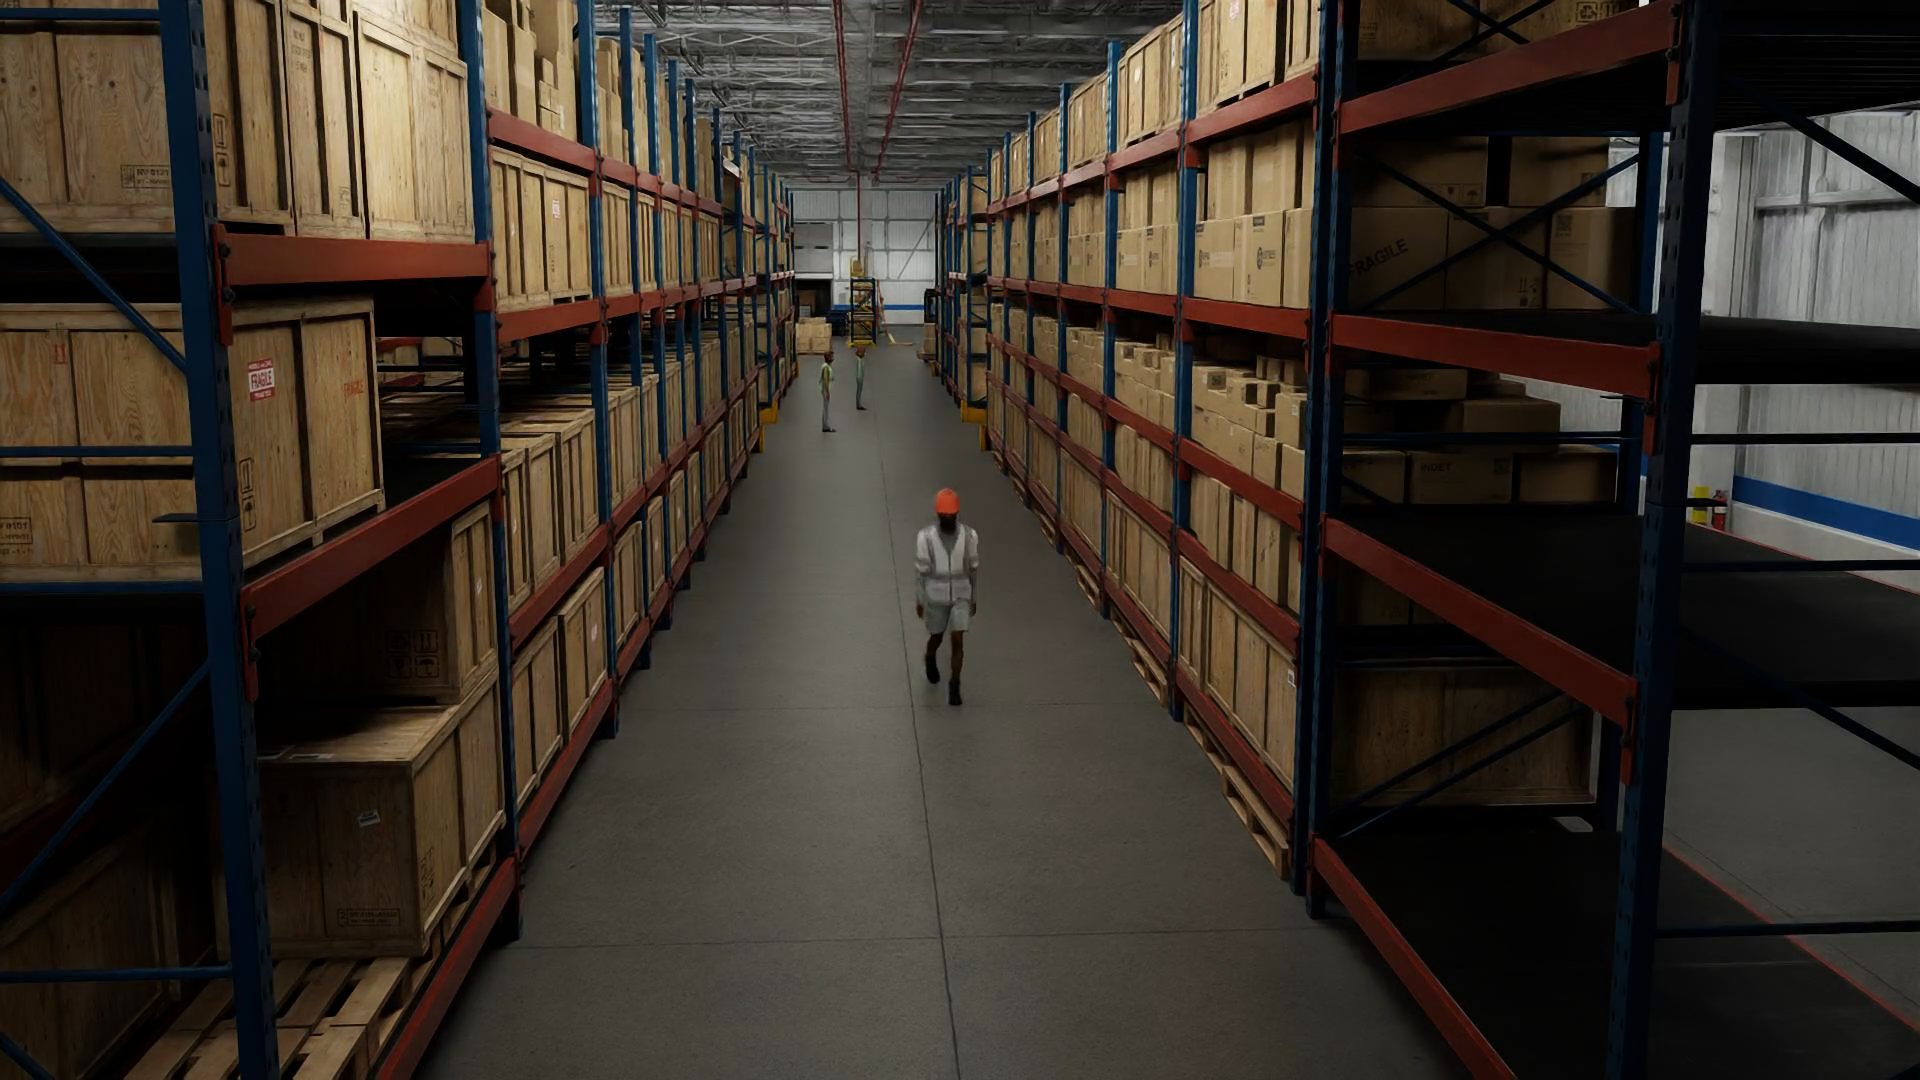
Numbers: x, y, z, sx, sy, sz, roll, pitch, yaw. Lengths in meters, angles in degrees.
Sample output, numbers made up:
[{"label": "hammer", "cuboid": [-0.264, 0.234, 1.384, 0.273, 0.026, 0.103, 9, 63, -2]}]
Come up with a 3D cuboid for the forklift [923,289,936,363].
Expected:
[{"label": "forklift", "cuboid": [-0.837, -8.196, 63.423, 1.129, 2.768, 1.873, -1, 10, -3]}]

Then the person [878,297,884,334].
[{"label": "person", "cuboid": [-4.234, -12.042, 89.217, 0.379, 1.937, 0.629, 0, 10, -1]}]

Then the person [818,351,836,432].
[{"label": "person", "cuboid": [-3.011, -3.361, 37.624, 0.397, 1.847, 0.564, 0, 10, -1]}]

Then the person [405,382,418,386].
[{"label": "person", "cuboid": [-8.379, -1.414, 25.527, 0.616, 2.011, 0.505, 0, 10, -1]}]

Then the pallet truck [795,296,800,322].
[{"label": "pallet truck", "cuboid": [-8.622, -12.439, 91.403, 1.885, 1.965, 0.823, 2, 10, 13]}]

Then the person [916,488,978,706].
[{"label": "person", "cuboid": [-0.120, 0.463, 14.616, 0.549, 1.913, 0.688, -1, 10, -7]}]

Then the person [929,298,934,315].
[{"label": "person", "cuboid": [-1.545, -11.914, 88.445, 0.375, 1.939, 0.546, 0, 10, -1]}]

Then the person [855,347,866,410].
[{"label": "person", "cuboid": [-2.575, -4.191, 43.216, 0.286, 1.633, 0.500, 0, 10, -1]}]
